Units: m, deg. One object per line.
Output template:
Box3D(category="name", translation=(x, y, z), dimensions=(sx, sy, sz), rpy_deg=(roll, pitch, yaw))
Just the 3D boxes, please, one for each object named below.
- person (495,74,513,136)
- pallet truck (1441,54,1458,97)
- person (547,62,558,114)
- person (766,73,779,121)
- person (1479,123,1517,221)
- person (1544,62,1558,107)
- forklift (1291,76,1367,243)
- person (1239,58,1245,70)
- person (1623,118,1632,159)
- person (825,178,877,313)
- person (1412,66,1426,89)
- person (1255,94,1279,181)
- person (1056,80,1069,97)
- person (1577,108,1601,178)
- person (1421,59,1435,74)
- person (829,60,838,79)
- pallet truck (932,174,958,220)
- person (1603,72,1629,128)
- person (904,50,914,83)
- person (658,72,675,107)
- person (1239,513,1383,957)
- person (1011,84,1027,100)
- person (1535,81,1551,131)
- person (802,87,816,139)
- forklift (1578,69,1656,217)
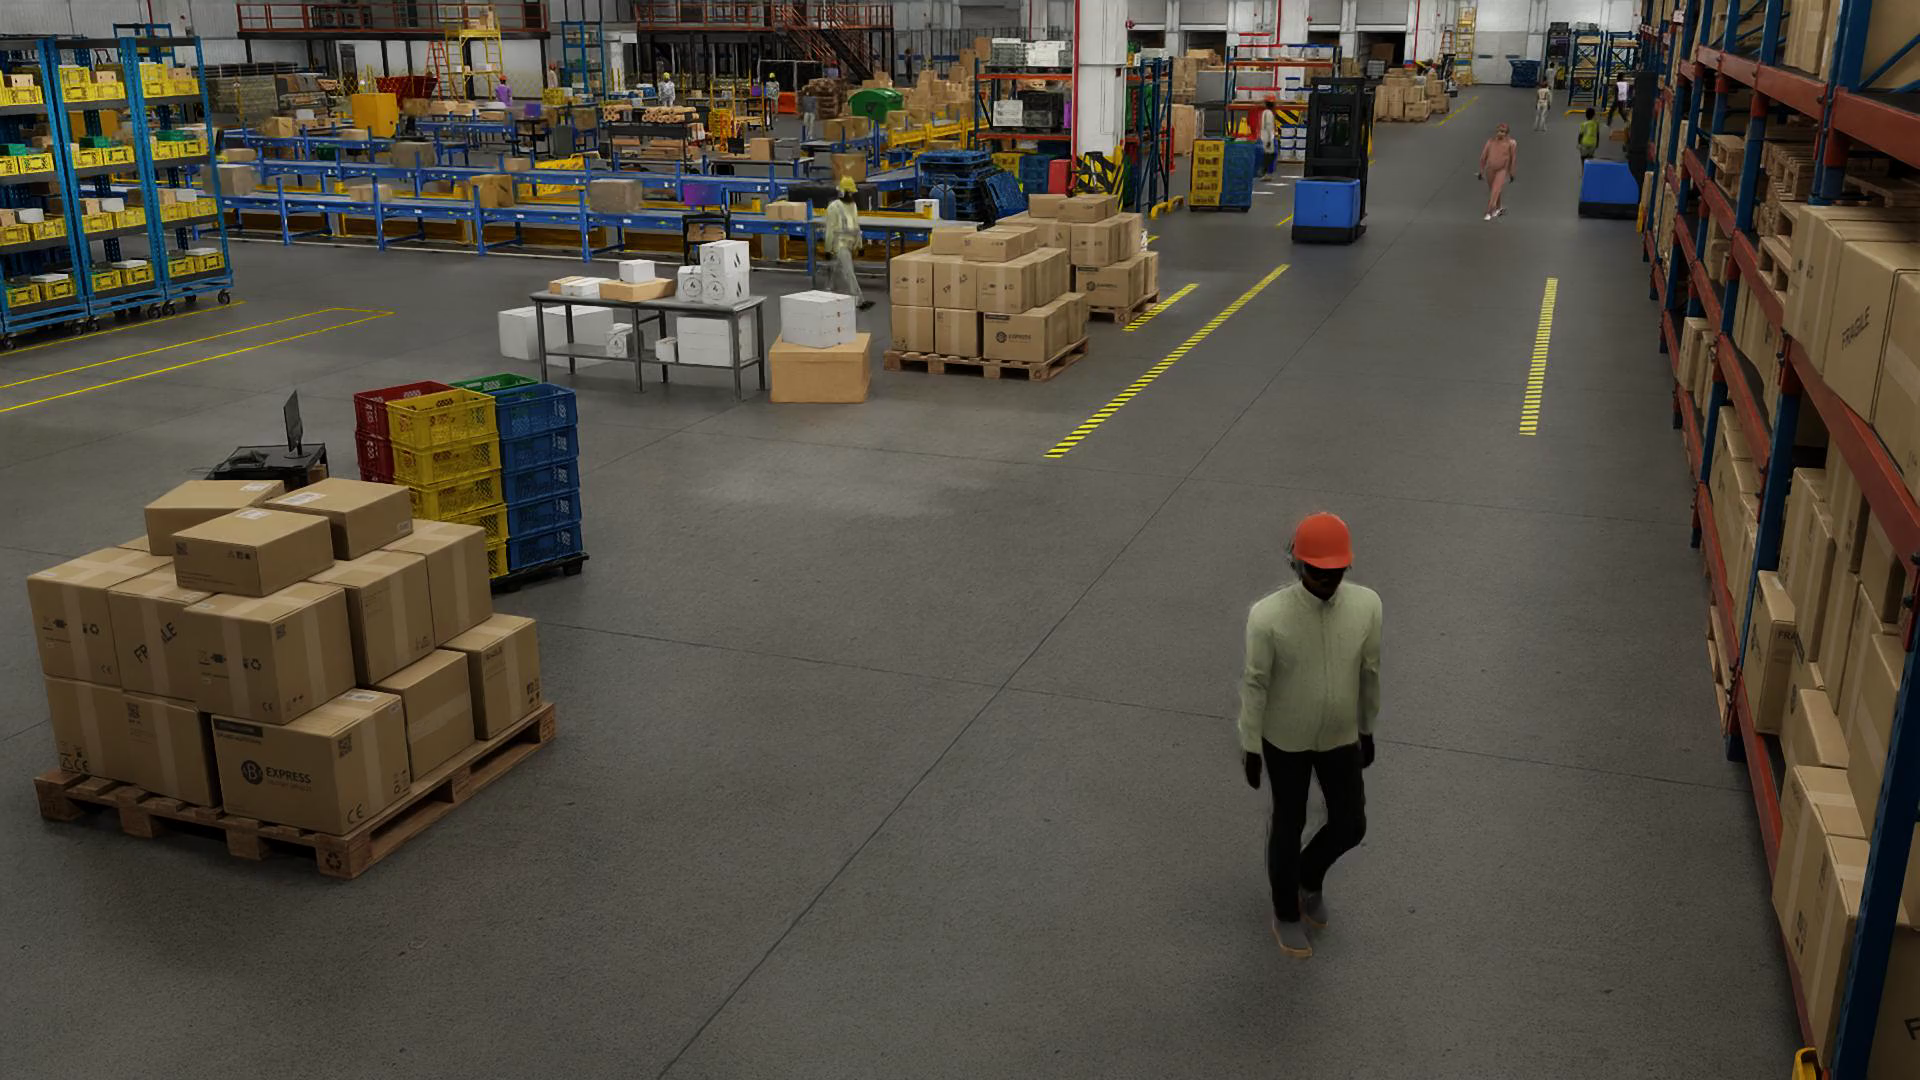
Box3D(category="person", translation=(-14.810, -14.145, 54.125), dimensions=(0.545, 1.942, 0.349), rpy_deg=(2, 18, 7))
Box3D(category="pallet truck", translation=(22.765, -21.886, 78.355), dimensions=(0.823, 1.965, 1.885), rpy_deg=(-4, 18, -14))
Box3D(category="person", translation=(-15.927, -17.689, 65.182), dimensions=(0.389, 1.989, 0.610), rpy_deg=(-13, 22, -36))
Box3D(category="person", translation=(-6.893, -16.303, 61.231), dimensions=(0.492, 1.740, 0.325), rpy_deg=(-2, 18, -5))
Box3D(category="person", translation=(10.495, -7.190, 32.430), dimensions=(0.648, 1.856, 1.002), rpy_deg=(15, 23, 39))
Box3D(category="person", translation=(25.144, -19.420, 70.877), dimensions=(0.510, 1.830, 0.849), rpy_deg=(5, 18, 16))
Box3D(category="forklift", translation=(6.598, -6.755, 29.381), dimensions=(1.129, 2.768, 1.873), rpy_deg=(6, 19, 19))
Box3D(category="person", translation=(12.666, -20.804, 75.072), dimensions=(0.374, 1.928, 0.542), rpy_deg=(4, 18, 12))
Box3D(category="person", translation=(14.187, -8.099, 35.445), dimensions=(0.774, 1.733, 0.531), rpy_deg=(10, 20, 28))
Box3D(category="person", translation=(-1.506, -3.973, 22.436), dimensions=(0.938, 1.772, 0.611), rpy_deg=(9, 20, 27))
Box3D(category="person", translation=(17.388, -17.074, 63.359), dimensions=(0.470, 1.922, 0.742), rpy_deg=(-16, 24, -42))
Box3D(category="person", translation=(7.348, -9.547, 39.525), dimensions=(0.414, 2.028, 0.612), rpy_deg=(0, 18, 0))
Box3D(category="person", translation=(4.709, -21.411, 77.136), dimensions=(0.993, 1.839, 0.579), rpy_deg=(-6, 19, -19))
Box3D(category="person", translation=(15.177, -9.585, 40.193), dimensions=(0.547, 1.682, 0.358), rpy_deg=(-3, 18, -9))
Box3D(category="person", translation=(19.658, -19.236, 69.959), dimensions=(0.684, 2.000, 1.030), rpy_deg=(16, 23, 40))
Box3D(category="person", translation=(-5.467, -19.896, 72.285), dimensions=(1.018, 1.886, 0.567), rpy_deg=(14, 22, 37))
Box3D(category="pallet truck", translation=(-0.507, -5.292, 27.348), dimensions=(0.653, 1.274, 1.630), rpy_deg=(6, 19, 19))
Box3D(category="person", translation=(22.984, -15.333, 57.955), dimensions=(0.598, 1.887, 0.842), rpy_deg=(-12, 21, -32))
Box3D(category="person", translation=(-2.839, -26.753, 93.983), dimensions=(0.628, 1.797, 0.764), rpy_deg=(-8, 19, -24))
Box3D(category="person", translation=(-10.452, -15.743, 59.343), dimensions=(0.595, 1.824, 0.404), rpy_deg=(-8, 19, -24))
Box3D(category="person", translation=(1.481, 0.828, 7.017), dimensions=(0.643, 1.974, 0.440), rpy_deg=(-3, 18, -10))
Box3D(category="person", translation=(1.745, -12.182, 48.029), dimensions=(0.668, 1.892, 0.543), rpy_deg=(9, 20, 26))
Box3D(category="person", translation=(19.778, -14.727, 56.447), dimensions=(0.311, 1.636, 0.521), rpy_deg=(-16, 24, -41))
Box3D(category="person", translation=(-4.777, -13.505, 52.648), dimensions=(0.497, 1.616, 0.361), rpy_deg=(4, 18, 13))
Box3D(category="forklift", translation=(13.219, -7.740, 32.475), dimensions=(1.873, 2.768, 1.129), rpy_deg=(6, 19, 18))
